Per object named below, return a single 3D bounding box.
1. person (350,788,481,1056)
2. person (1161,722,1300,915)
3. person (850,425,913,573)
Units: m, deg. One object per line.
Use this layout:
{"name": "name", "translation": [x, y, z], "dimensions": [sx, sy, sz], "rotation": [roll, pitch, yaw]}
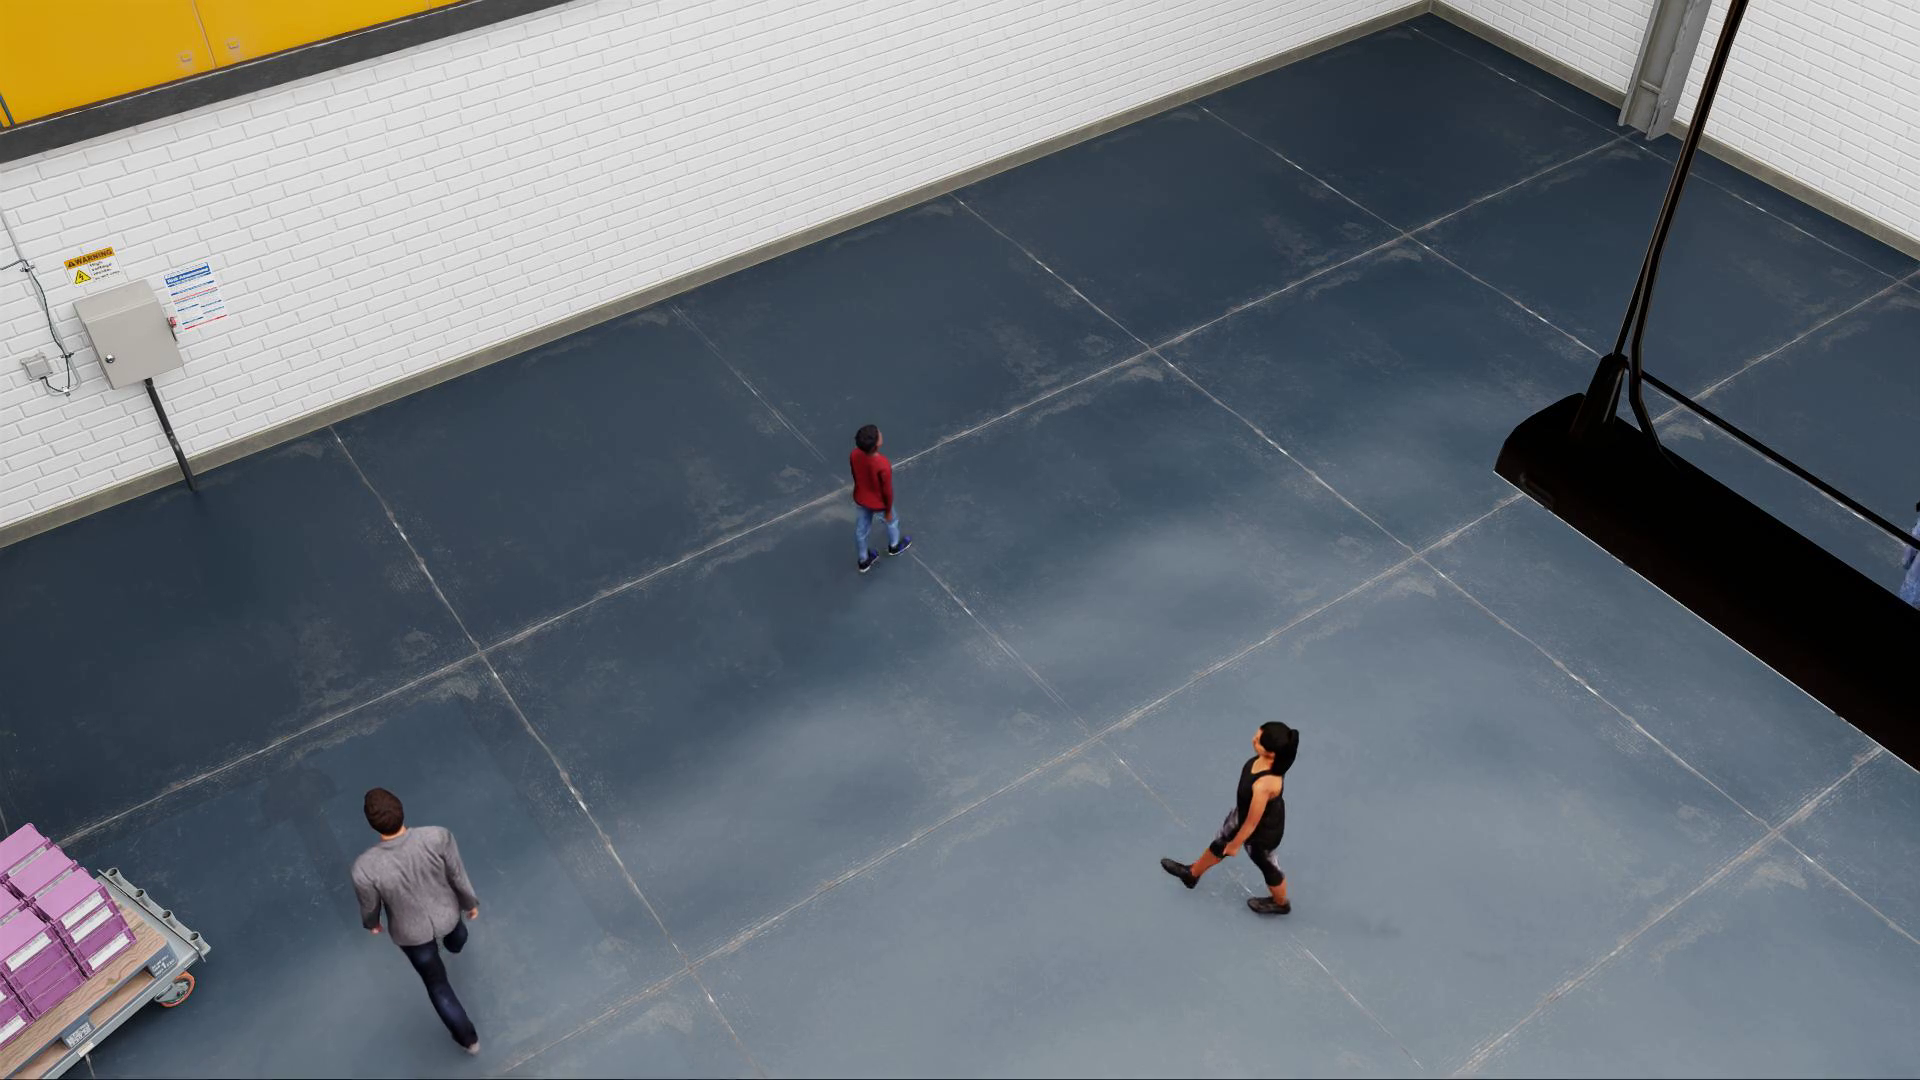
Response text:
{"name": "person", "translation": [-2.764, 2.041, 8.716], "dimensions": [0.720, 1.819, 1.129], "rotation": [-24, 49, -23]}
{"name": "person", "translation": [1.757, 1.603, 9.315], "dimensions": [1.099, 1.628, 1.004], "rotation": [10, 44, 10]}
{"name": "person", "translation": [-0.641, -0.257, 11.547], "dimensions": [0.702, 1.242, 0.712], "rotation": [24, 49, 23]}
